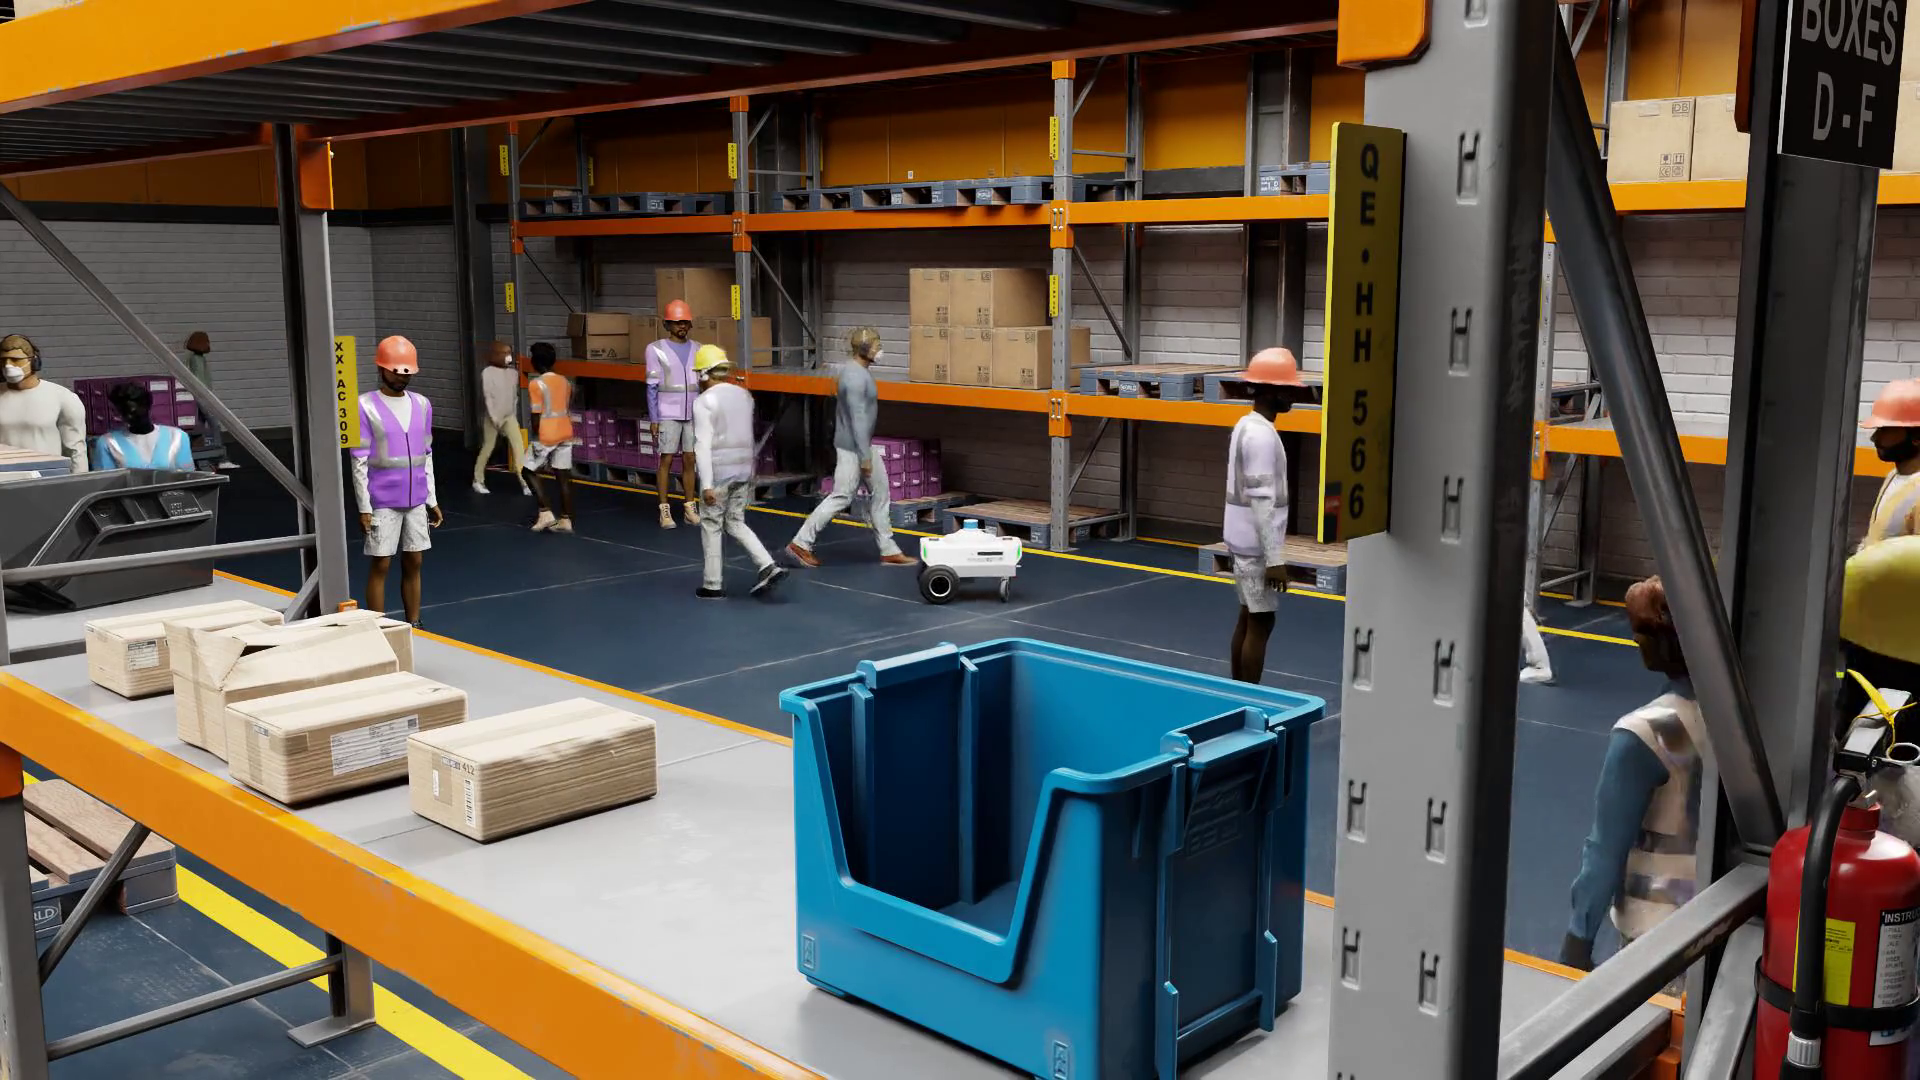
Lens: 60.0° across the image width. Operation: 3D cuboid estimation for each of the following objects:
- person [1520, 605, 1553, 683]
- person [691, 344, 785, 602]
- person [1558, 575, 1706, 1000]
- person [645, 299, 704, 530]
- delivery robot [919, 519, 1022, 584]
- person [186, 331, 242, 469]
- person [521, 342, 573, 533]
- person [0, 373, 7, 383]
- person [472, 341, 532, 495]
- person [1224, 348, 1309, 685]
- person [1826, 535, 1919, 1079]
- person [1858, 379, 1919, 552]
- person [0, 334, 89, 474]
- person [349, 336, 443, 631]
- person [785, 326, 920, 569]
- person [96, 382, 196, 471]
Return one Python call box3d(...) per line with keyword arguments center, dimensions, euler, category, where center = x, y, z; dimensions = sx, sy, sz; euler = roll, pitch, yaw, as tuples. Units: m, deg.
box3d(center=(2.969, 0.003, 9.379), dimensions=(0.888, 1.581, 0.513), euler=(7, 12, 36), category="person")
box3d(center=(-1.583, -0.452, 11.529), dimensions=(0.670, 1.799, 0.611), euler=(7, 11, 36), category="person")
box3d(center=(1.610, 0.876, 3.866), dimensions=(0.548, 1.624, 0.436), euler=(-6, 11, -33), category="person")
box3d(center=(-2.501, -1.120, 14.871), dimensions=(0.605, 2.044, 0.374), euler=(-7, 11, -35), category="person")
box3d(center=(0.075, 0.098, 11.667), dimensions=(0.707, 0.478, 0.477), euler=(-1, 9, -5), category="delivery robot")
box3d(center=(-8.776, -1.599, 19.166), dimensions=(0.759, 1.613, 0.511), euler=(-6, 11, -32), category="person")
box3d(center=(-3.593, -0.881, 14.531), dimensions=(0.394, 1.685, 0.549), euler=(4, 10, 26), category="person")
box3d(center=(-7.912, -0.838, 13.289), dimensions=(0.612, 1.995, 0.376), euler=(-6, 11, -31), category="person")
box3d(center=(-4.706, -1.244, 17.037), dimensions=(0.867, 1.591, 0.501), euler=(6, 11, 34), category="person")
box3d(center=(1.517, 0.018, 8.268), dimensions=(0.402, 1.930, 0.571), euler=(1, 9, 6), category="person")
box3d(center=(1.443, 0.928, 2.704), dimensions=(0.609, 1.909, 0.413), euler=(-7, 12, -37), category="person")
box3d(center=(3.621, 0.318, 6.527), dimensions=(0.861, 1.898, 0.551), euler=(3, 10, 20), category="person")
box3d(center=(-5.446, -0.234, 9.762), dimensions=(0.630, 1.940, 0.372), euler=(-2, 9, -10), category="person")
box3d(center=(-3.304, -0.237, 9.811), dimensions=(0.374, 1.928, 0.543), euler=(7, 12, 37), category="person")
box3d(center=(-0.863, -0.704, 12.830), dimensions=(1.009, 1.895, 0.635), euler=(0, 9, 1), category="person")
box3d(center=(-4.829, -0.126, 9.962), dimensions=(0.596, 1.644, 0.711), euler=(-6, 11, -31), category="person")
